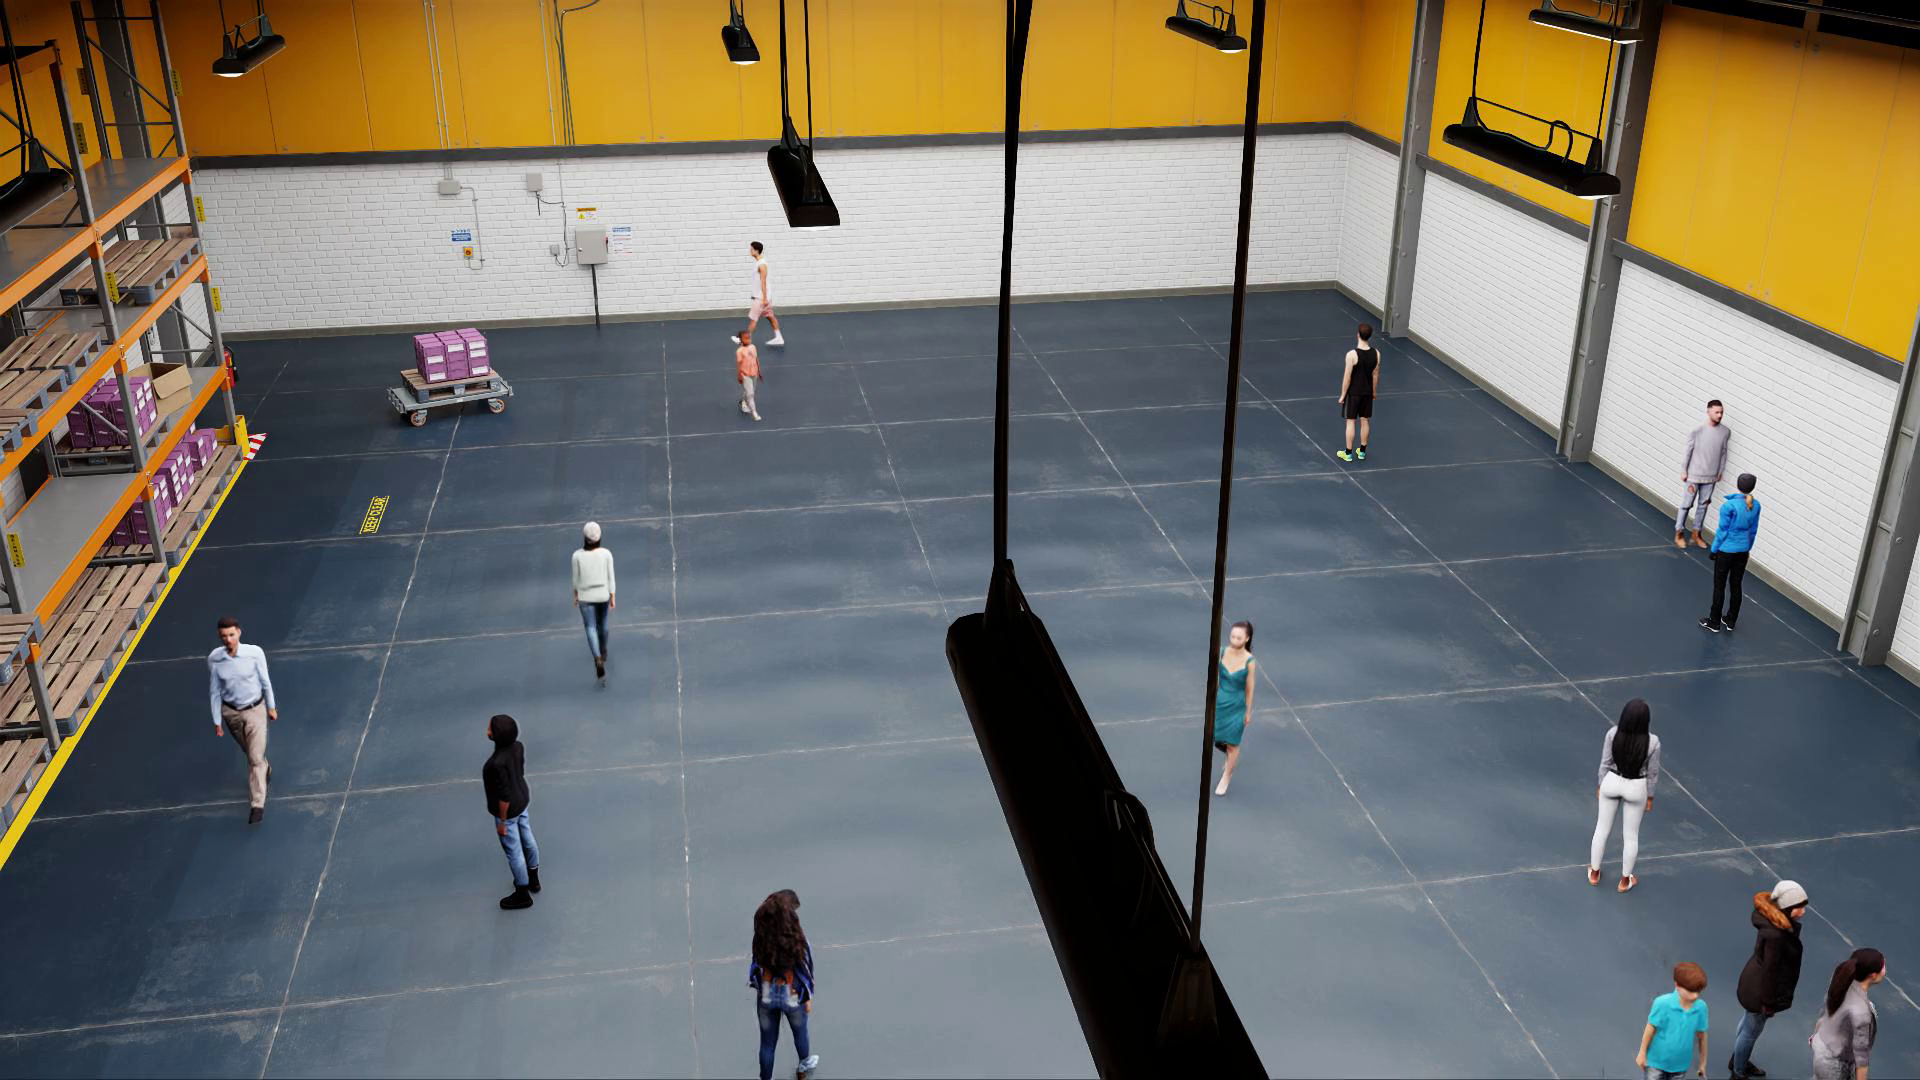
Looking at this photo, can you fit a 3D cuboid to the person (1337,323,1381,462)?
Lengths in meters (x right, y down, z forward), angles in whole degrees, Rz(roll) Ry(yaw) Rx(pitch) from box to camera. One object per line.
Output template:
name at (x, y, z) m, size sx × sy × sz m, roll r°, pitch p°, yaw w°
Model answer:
person at (5.392, -1.995, 22.476) m, size 0.701 × 1.890 × 0.574 m, roll -6°, pitch 24°, yaw -13°

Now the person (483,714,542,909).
person at (-3.569, 2.143, 13.245) m, size 0.698 × 1.701 × 0.575 m, roll 4°, pitch 24°, yaw 8°

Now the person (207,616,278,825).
person at (-6.275, 1.487, 14.618) m, size 0.654 × 1.804 × 1.212 m, roll -5°, pitch 24°, yaw -11°

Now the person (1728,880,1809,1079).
person at (5.479, 3.018, 11.324) m, size 0.797 × 1.636 × 0.723 m, roll 12°, pitch 27°, yaw 26°

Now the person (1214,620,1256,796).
person at (2.442, 1.470, 14.816) m, size 0.747 × 1.676 × 0.807 m, roll 15°, pitch 28°, yaw 31°

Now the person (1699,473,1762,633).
person at (8.240, 0.126, 17.740) m, size 0.620 × 1.797 × 0.510 m, roll -3°, pitch 24°, yaw -7°

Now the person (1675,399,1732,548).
person at (8.849, -0.816, 19.843) m, size 0.710 × 1.839 × 0.628 m, roll 0°, pitch 24°, yaw -1°

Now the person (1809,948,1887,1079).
person at (5.497, 3.310, 10.634) m, size 0.848 × 1.653 × 0.756 m, roll 6°, pitch 24°, yaw 12°

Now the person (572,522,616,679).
person at (-3.702, 0.611, 16.849) m, size 0.645 × 1.622 × 1.043 m, roll -7°, pitch 24°, yaw -15°

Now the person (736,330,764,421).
person at (-3.111, -2.440, 24.229) m, size 0.773 × 1.302 × 0.945 m, roll -19°, pitch 30°, yaw -37°

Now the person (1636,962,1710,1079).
person at (4.609, 3.323, 10.870) m, size 0.593 × 1.442 × 0.662 m, roll 0°, pitch 24°, yaw -1°

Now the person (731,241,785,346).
person at (-3.151, -3.987, 27.222) m, size 0.770 × 1.737 × 1.031 m, roll -3°, pitch 24°, yaw -6°

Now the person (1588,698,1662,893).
person at (5.370, 2.042, 13.448) m, size 0.672 × 1.724 × 0.714 m, roll 13°, pitch 27°, yaw 27°

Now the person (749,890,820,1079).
person at (-1.208, 3.101, 11.168) m, size 0.764 × 1.609 × 0.865 m, roll 3°, pitch 24°, yaw 6°
